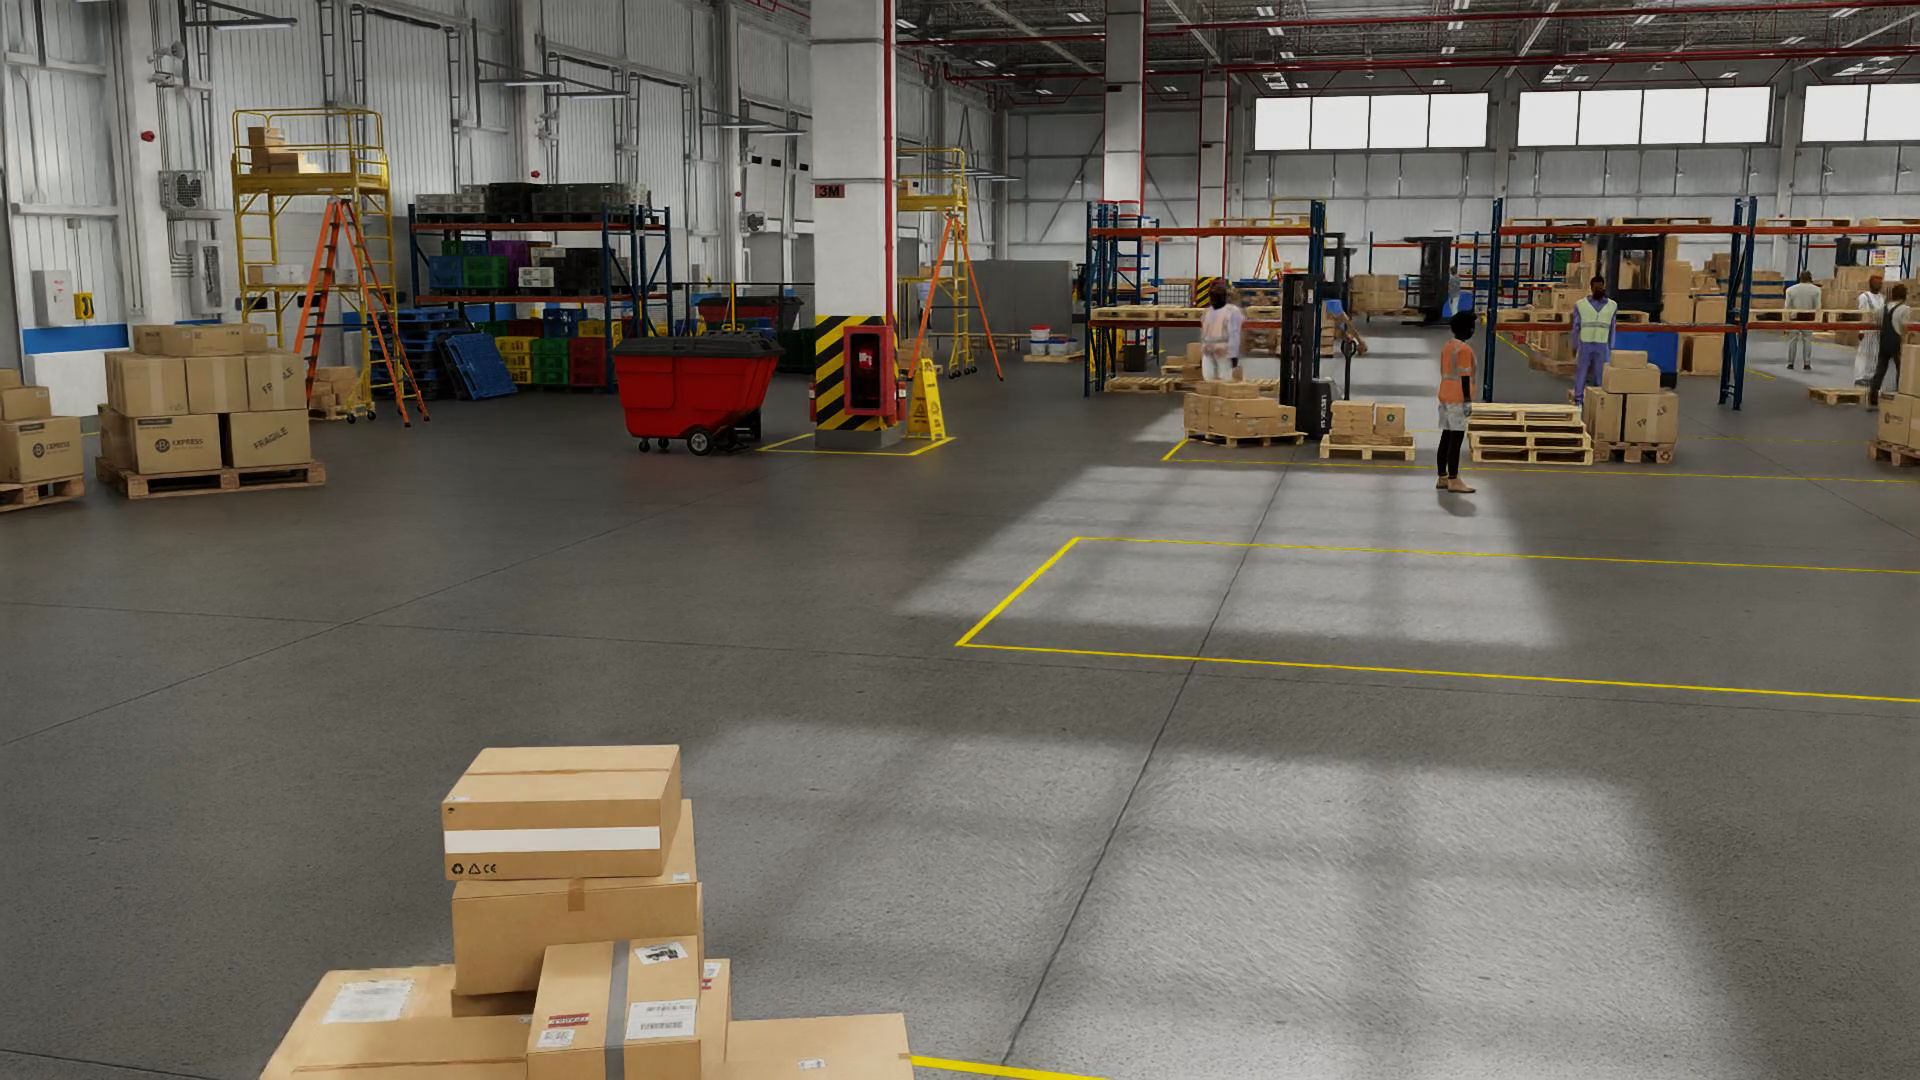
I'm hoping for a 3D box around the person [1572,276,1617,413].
[{"bbox_3d":[8.896,-2.738,23.357,0.591,1.919,0.391,1,10,7],"label":"person"}]

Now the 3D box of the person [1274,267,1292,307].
[{"bbox_3d":[8.728,-6.375,44.822,0.842,1.907,0.550,-8,12,-39],"label":"person"}]

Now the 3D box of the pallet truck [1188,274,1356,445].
[{"bbox_3d":[3.653,-2.138,19.590,1.885,1.965,0.823,-4,10,-20],"label":"pallet truck"}]

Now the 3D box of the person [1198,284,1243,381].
[{"bbox_3d":[3.400,-2.422,21.756,0.641,1.829,0.630,8,13,40],"label":"person"}]

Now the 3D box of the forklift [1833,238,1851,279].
[{"bbox_3d":[29.154,-8.614,55.122,1.873,2.768,1.129,7,12,34],"label":"forklift"}]

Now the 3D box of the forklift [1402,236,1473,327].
[{"bbox_3d":[15.048,-8.117,52.194,1.873,2.768,1.129,-2,10,-12],"label":"forklift"}]

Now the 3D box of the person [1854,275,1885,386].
[{"bbox_3d":[15.504,-3.561,28.305,0.575,1.883,0.355,-5,11,-26],"label":"person"}]

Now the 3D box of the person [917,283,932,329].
[{"bbox_3d":[-1.047,-7.372,50.611,0.544,1.930,0.389,-4,11,-24],"label":"person"}]

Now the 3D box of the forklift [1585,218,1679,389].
[{"bbox_3d":[11.264,-3.982,27.851,1.129,2.768,1.873,1,10,5],"label":"forklift"}]

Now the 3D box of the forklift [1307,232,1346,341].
[{"bbox_3d":[9.557,-6.653,43.579,1.129,2.768,1.873,5,11,29],"label":"forklift"}]

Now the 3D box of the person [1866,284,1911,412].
[{"bbox_3d":[13.268,-2.708,23.526,0.920,1.795,0.529,-3,10,-19],"label":"person"}]

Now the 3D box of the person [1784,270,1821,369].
[{"bbox_3d":[16.421,-4.295,32.462,0.629,1.939,0.372,5,11,27],"label":"person"}]

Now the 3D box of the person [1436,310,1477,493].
[{"bbox_3d":[4.626,-1.287,15.474,0.319,1.692,0.533,-1,10,-5],"label":"person"}]

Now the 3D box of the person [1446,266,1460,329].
[{"bbox_3d":[15.001,-7.356,50.510,0.357,1.931,0.628,5,11,27],"label":"person"}]

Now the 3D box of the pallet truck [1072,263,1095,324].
[{"bbox_3d":[4.325,-8.180,55.162,0.823,1.965,1.885,6,11,31],"label":"pallet truck"}]

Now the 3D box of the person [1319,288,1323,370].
[{"bbox_3d":[6.821,-4.127,32.064,0.485,1.739,0.319,-8,13,-41],"label":"person"}]
